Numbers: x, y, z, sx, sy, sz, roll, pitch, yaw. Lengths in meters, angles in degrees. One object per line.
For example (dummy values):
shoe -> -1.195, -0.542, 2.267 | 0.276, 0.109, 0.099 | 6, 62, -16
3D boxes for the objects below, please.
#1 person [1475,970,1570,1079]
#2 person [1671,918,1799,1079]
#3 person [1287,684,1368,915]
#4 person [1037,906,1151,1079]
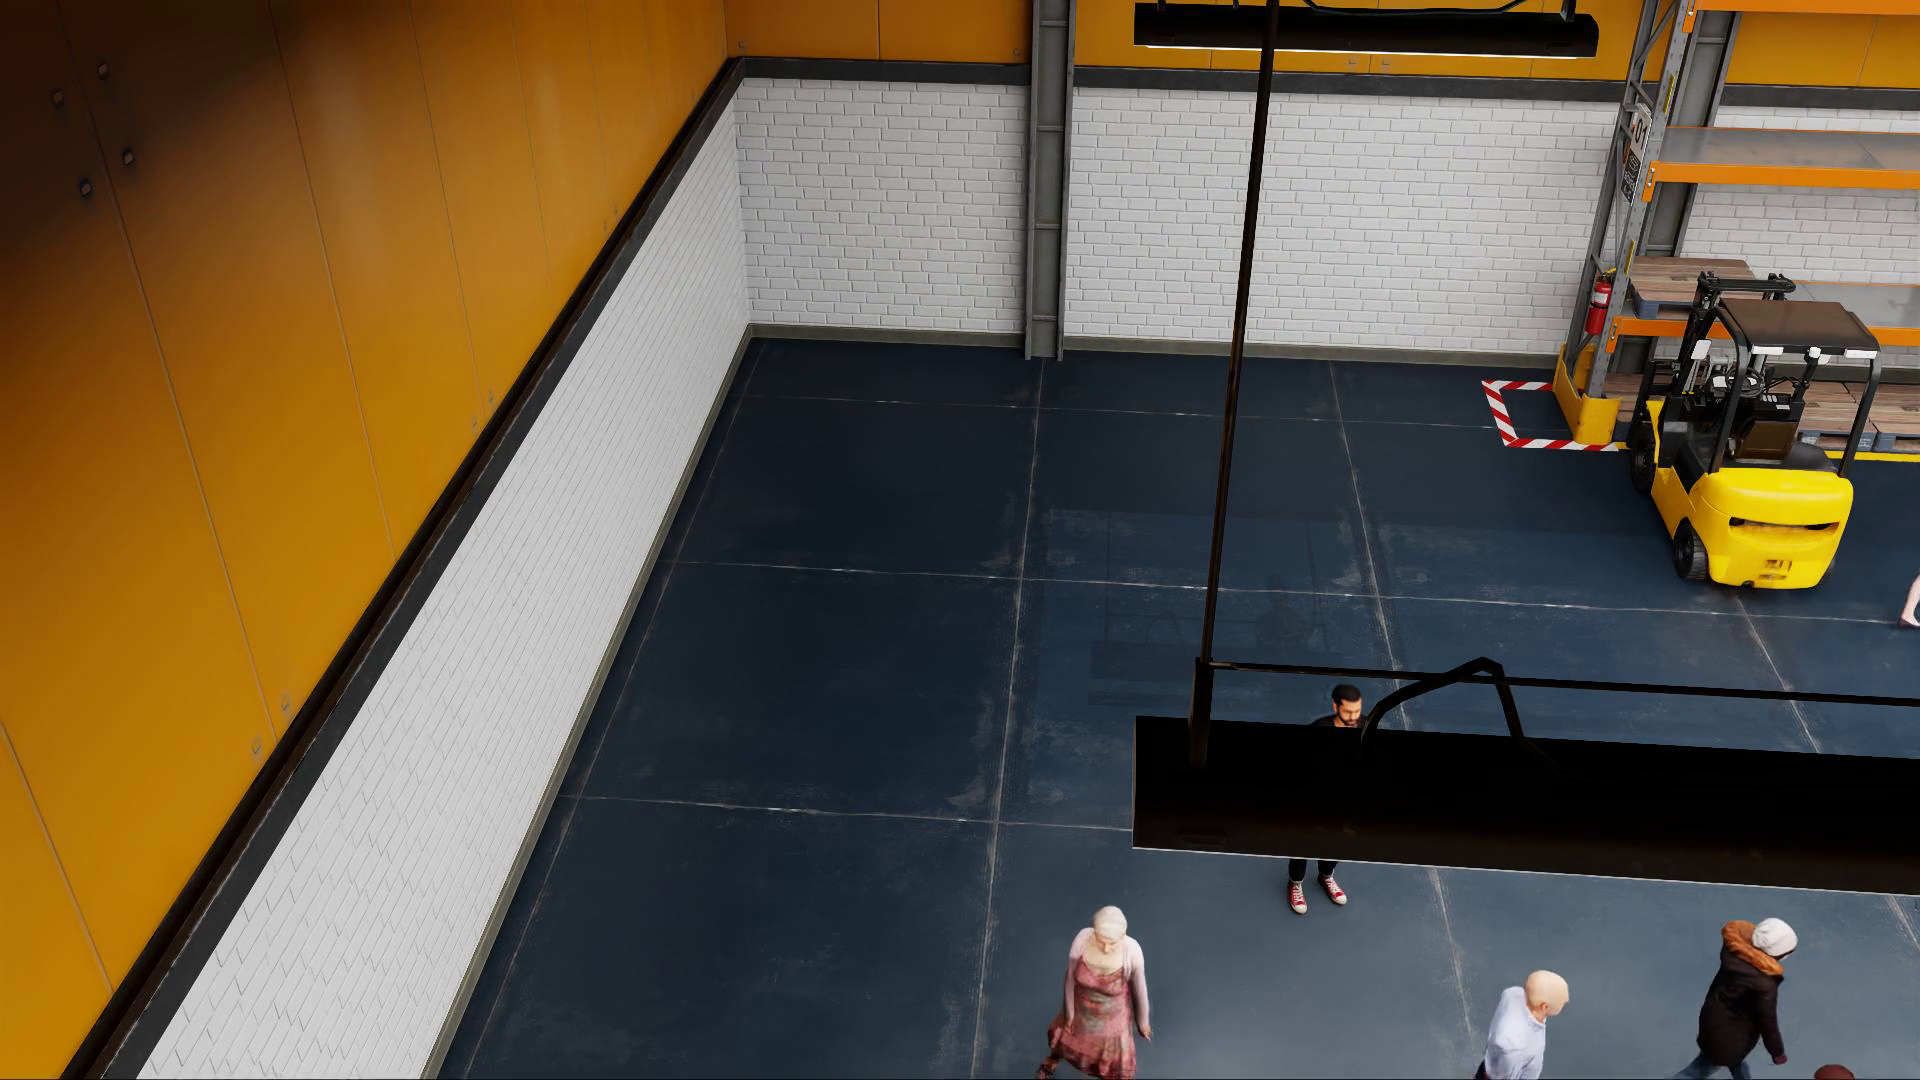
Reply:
person -> 2.759, 2.883, 8.743 | 1.132, 1.761, 0.889 | 16, 37, 23
person -> 4.171, 2.692, 9.182 | 1.003, 1.593, 0.658 | 4, 34, 6
person -> 2.373, 1.625, 10.639 | 0.608, 1.758, 0.751 | -8, 34, -12
person -> 0.782, 2.597, 9.244 | 0.713, 1.684, 0.923 | 8, 34, 11
